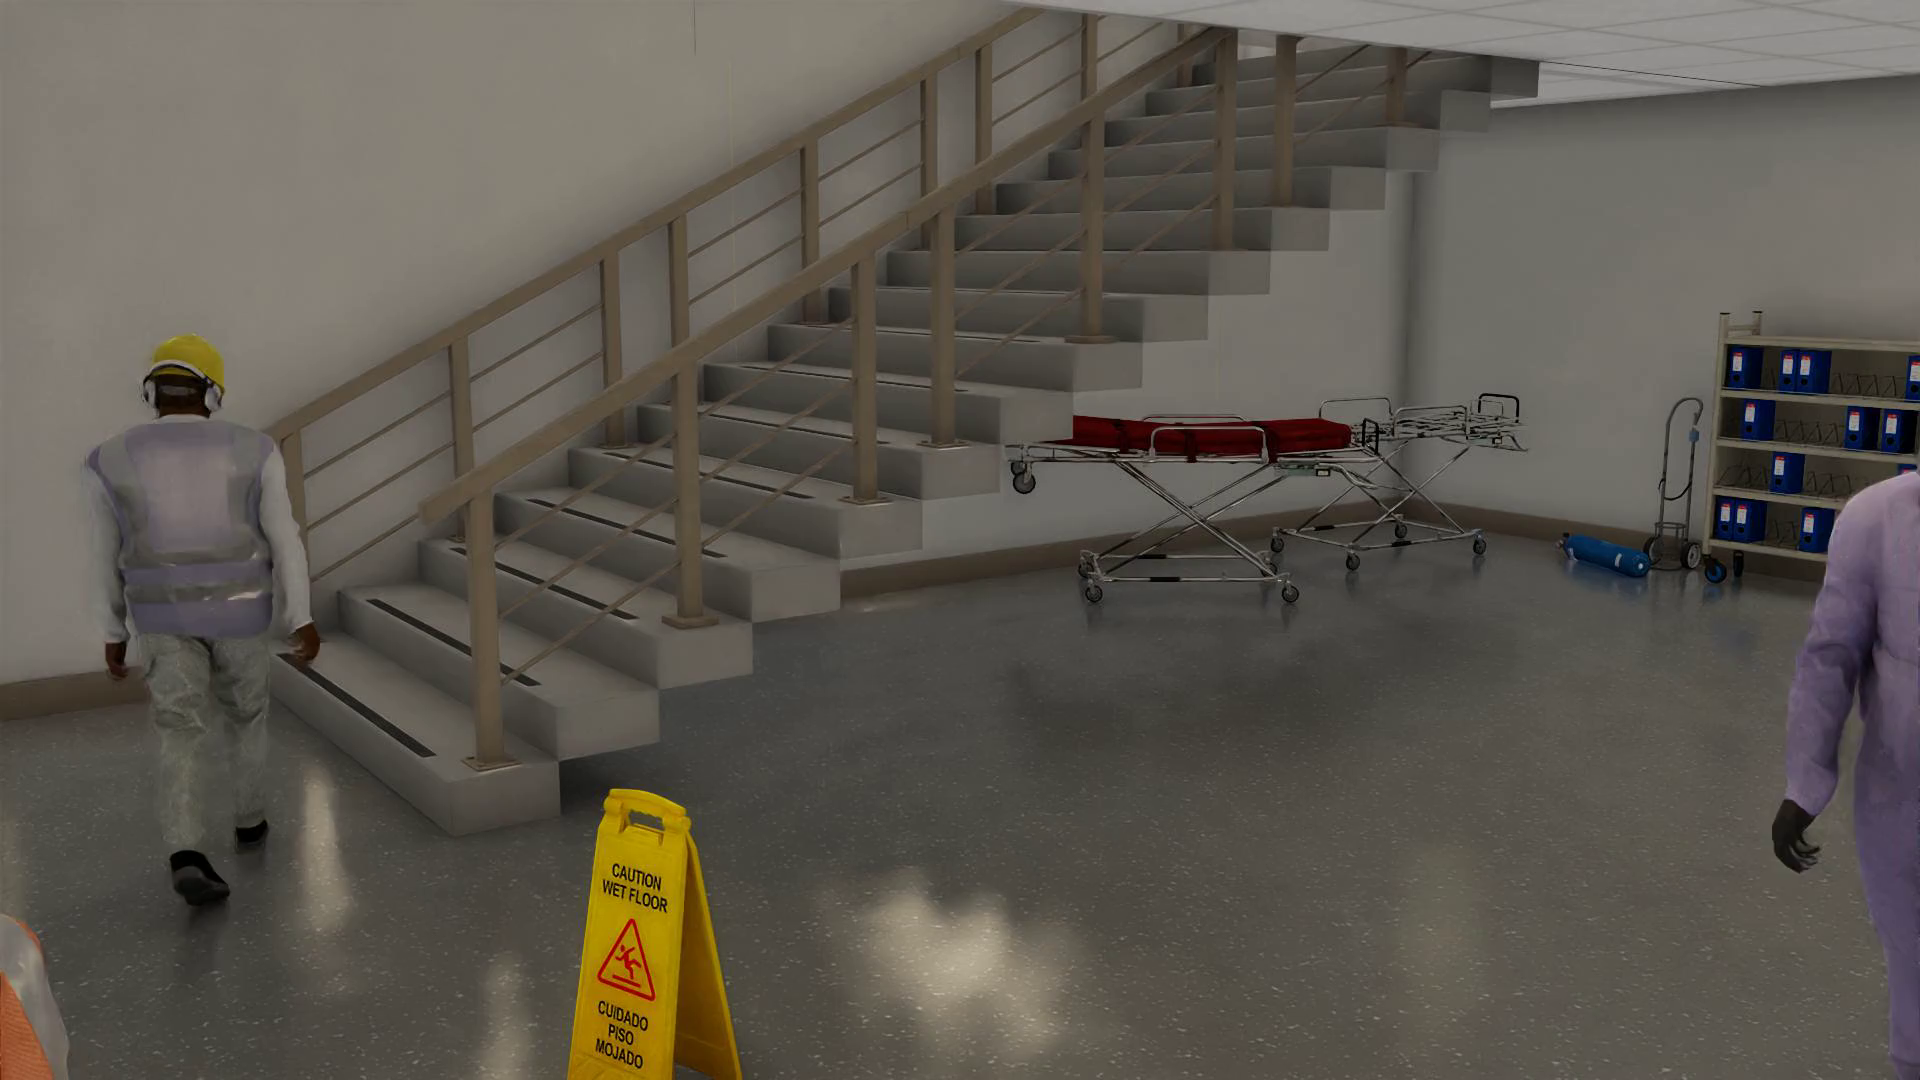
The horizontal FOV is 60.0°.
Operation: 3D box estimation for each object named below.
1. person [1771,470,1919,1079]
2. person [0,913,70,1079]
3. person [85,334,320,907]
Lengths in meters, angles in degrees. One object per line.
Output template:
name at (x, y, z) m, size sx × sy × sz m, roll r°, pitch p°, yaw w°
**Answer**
person at (1.996, 0.536, 3.302) m, size 0.648 × 1.852 × 1.023 m, roll 8°, pitch 13°, yaw 40°
person at (-0.963, 0.921, 1.518) m, size 0.316 × 1.700 × 0.541 m, roll 1°, pitch 10°, yaw 4°
person at (-2.398, 0.237, 5.282) m, size 0.655 × 1.769 × 0.904 m, roll -4°, pitch 11°, yaw -21°
